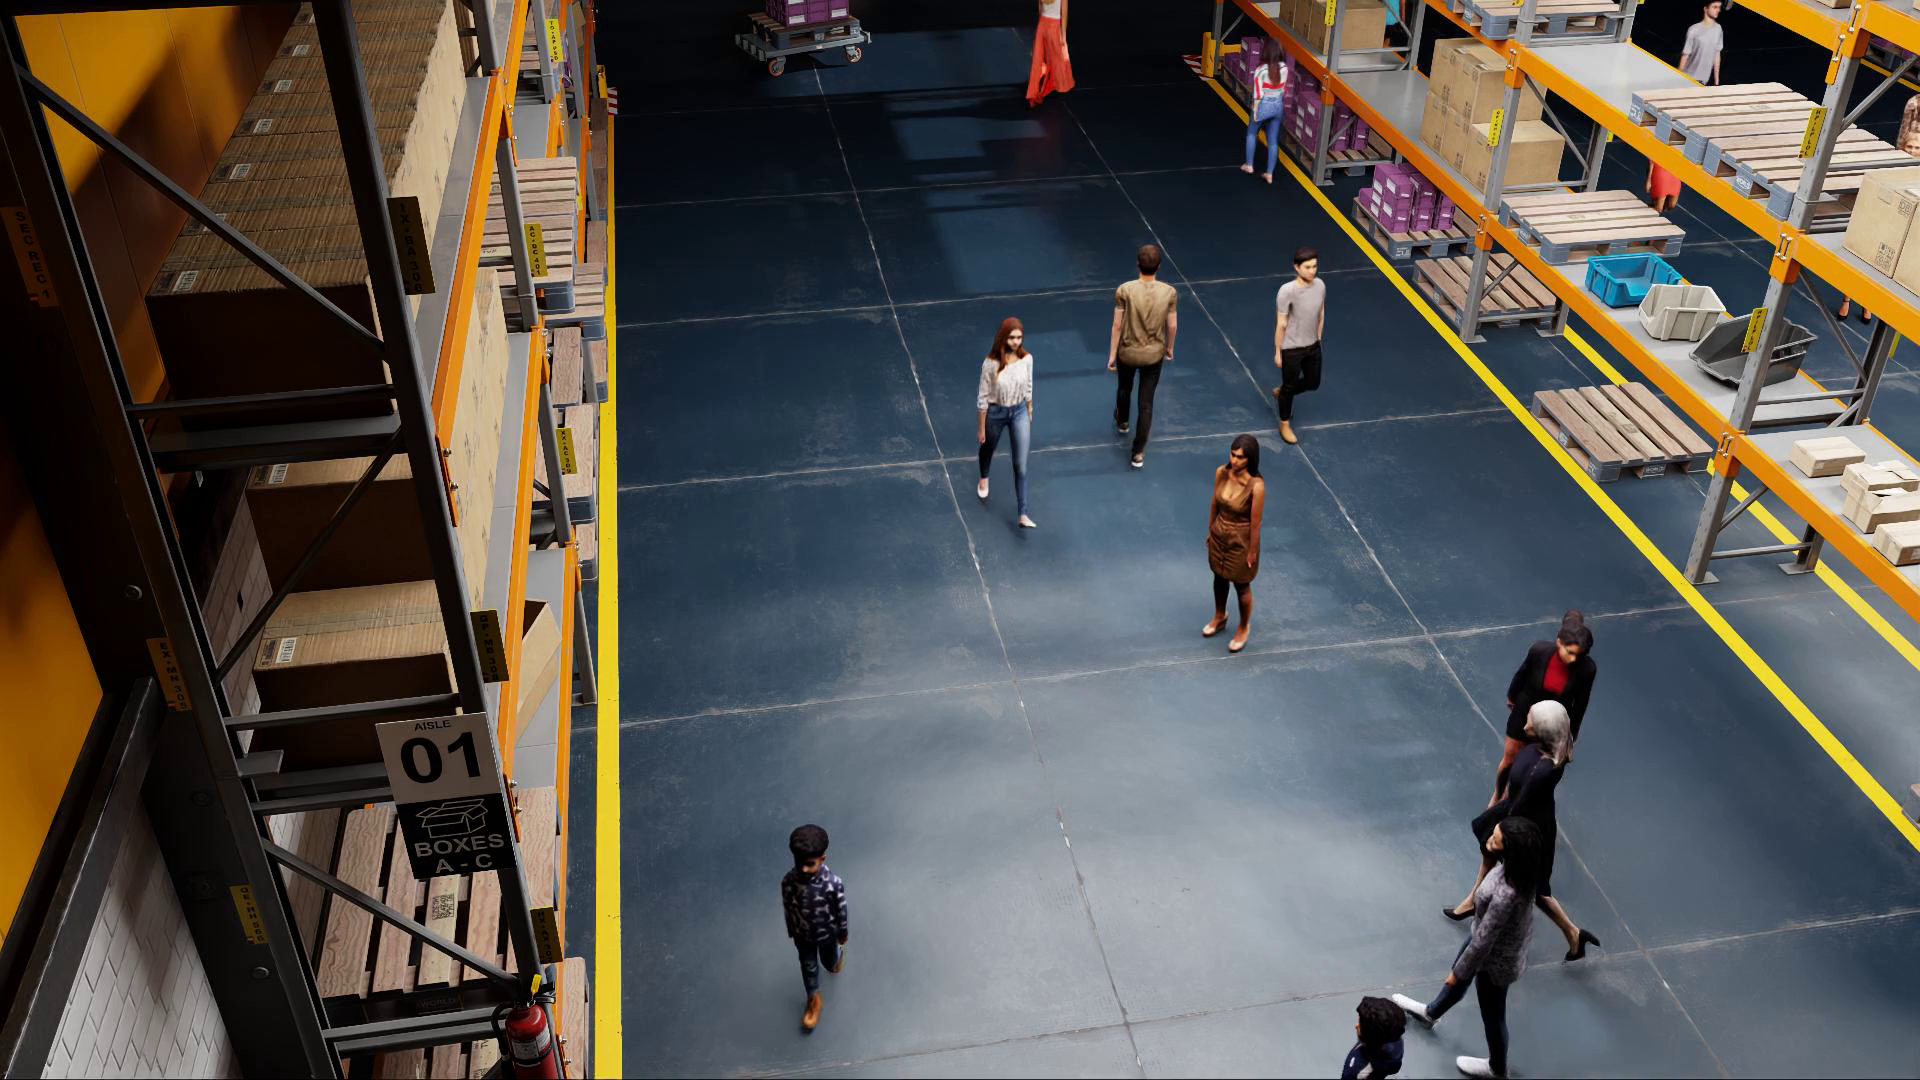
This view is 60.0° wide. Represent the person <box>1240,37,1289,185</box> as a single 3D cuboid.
[{"bbox_3d":[3.489,-4.777,18.597,0.624,1.594,0.758,-7,34,-10],"label":"person"}]

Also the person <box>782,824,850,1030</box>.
[{"bbox_3d":[-0.744,1.980,8.748,0.633,1.242,0.796,5,34,8],"label":"person"}]

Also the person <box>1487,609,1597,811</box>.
[{"bbox_3d":[3.424,1.043,9.833,0.772,1.602,0.847,16,37,23],"label":"person"}]

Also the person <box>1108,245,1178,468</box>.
[{"bbox_3d":[1.457,-1.441,13.373,0.865,1.820,1.154,2,34,3],"label":"person"}]

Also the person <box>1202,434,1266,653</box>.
[{"bbox_3d":[1.867,0.014,11.308,0.701,1.683,0.604,-27,42,-34],"label":"person"}]

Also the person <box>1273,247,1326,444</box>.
[{"bbox_3d":[2.774,-1.659,13.801,0.701,1.709,0.821,-13,36,-18],"label":"person"}]

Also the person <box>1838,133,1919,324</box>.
[{"bbox_3d":[8.651,-2.900,15.536,0.699,1.857,0.685,10,35,15],"label":"person"}]

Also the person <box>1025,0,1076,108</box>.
[{"bbox_3d":[1.063,-6.242,20.663,1.228,1.745,1.271,23,40,30],"label":"person"}]

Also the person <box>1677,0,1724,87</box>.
[{"bbox_3d":[8.442,-5.377,19.270,0.934,1.847,1.233,-17,37,-24],"label":"person"}]

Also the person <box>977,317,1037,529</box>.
[{"bbox_3d":[0.327,-0.966,12.795,0.613,1.669,1.175,-5,34,-7],"label":"person"}]

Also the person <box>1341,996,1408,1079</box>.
[{"bbox_3d":[1.957,2.637,7.802,0.815,1.196,0.810,13,36,18],"label":"person"}]

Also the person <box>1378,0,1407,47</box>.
[{"bbox_3d":[5.426,-6.536,21.120,0.666,1.731,1.122,-3,34,-5],"label":"person"}]

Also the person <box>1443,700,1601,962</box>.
[{"bbox_3d":[3.108,1.586,8.911,1.012,1.718,1.075,14,36,20],"label":"person"}]

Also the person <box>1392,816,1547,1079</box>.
[{"bbox_3d":[2.718,2.060,8.201,1.027,1.715,0.979,20,39,27],"label":"person"}]
